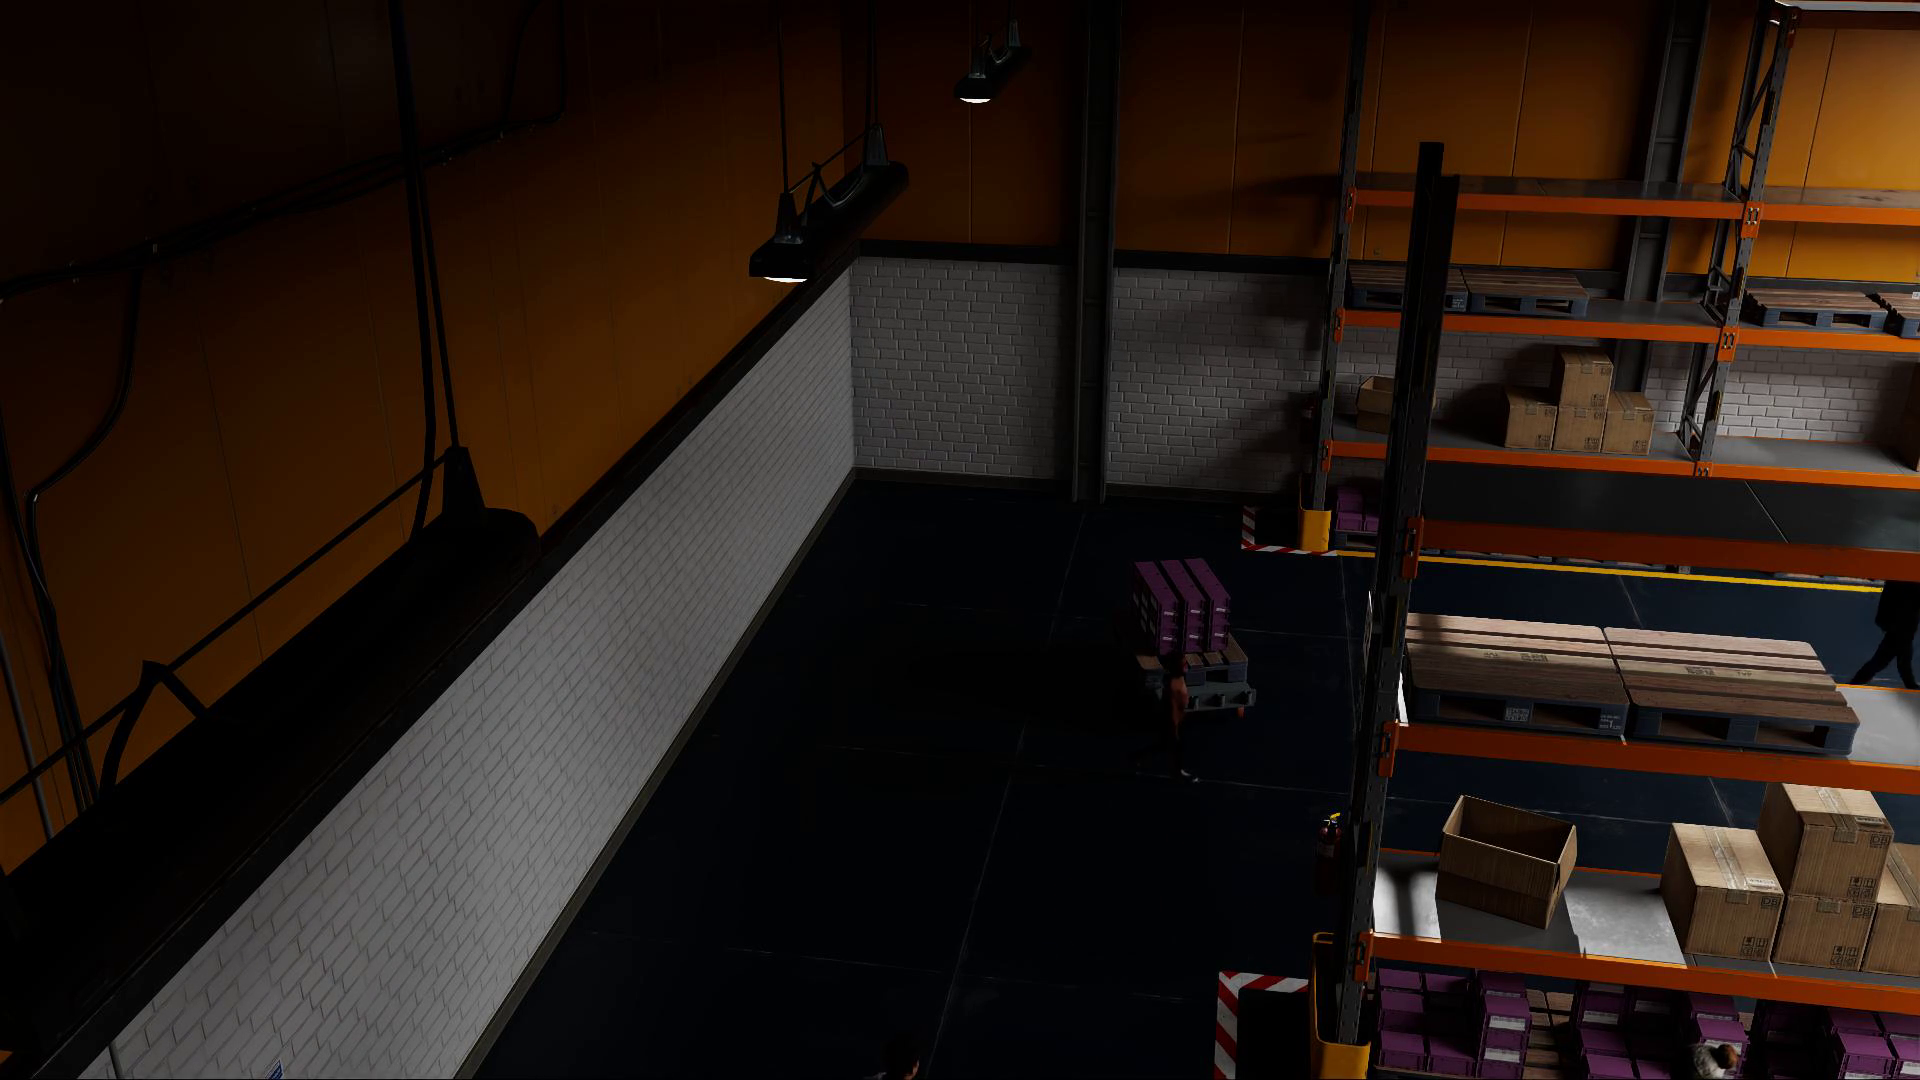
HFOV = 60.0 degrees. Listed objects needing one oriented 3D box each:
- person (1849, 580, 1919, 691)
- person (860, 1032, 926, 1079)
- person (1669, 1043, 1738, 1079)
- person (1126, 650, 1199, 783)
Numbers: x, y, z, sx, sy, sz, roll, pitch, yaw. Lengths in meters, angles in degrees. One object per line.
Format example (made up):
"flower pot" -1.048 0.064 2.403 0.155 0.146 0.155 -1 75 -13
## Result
"person" 8.490 0.770 15.155 1.255 1.834 0.853 1 24 1
"person" -0.423 3.485 8.848 1.002 1.910 0.968 13 27 28
"person" 3.892 3.447 8.959 0.699 1.890 0.720 8 25 17
"person" 1.740 1.510 14.205 0.890 1.237 0.627 9 25 19
